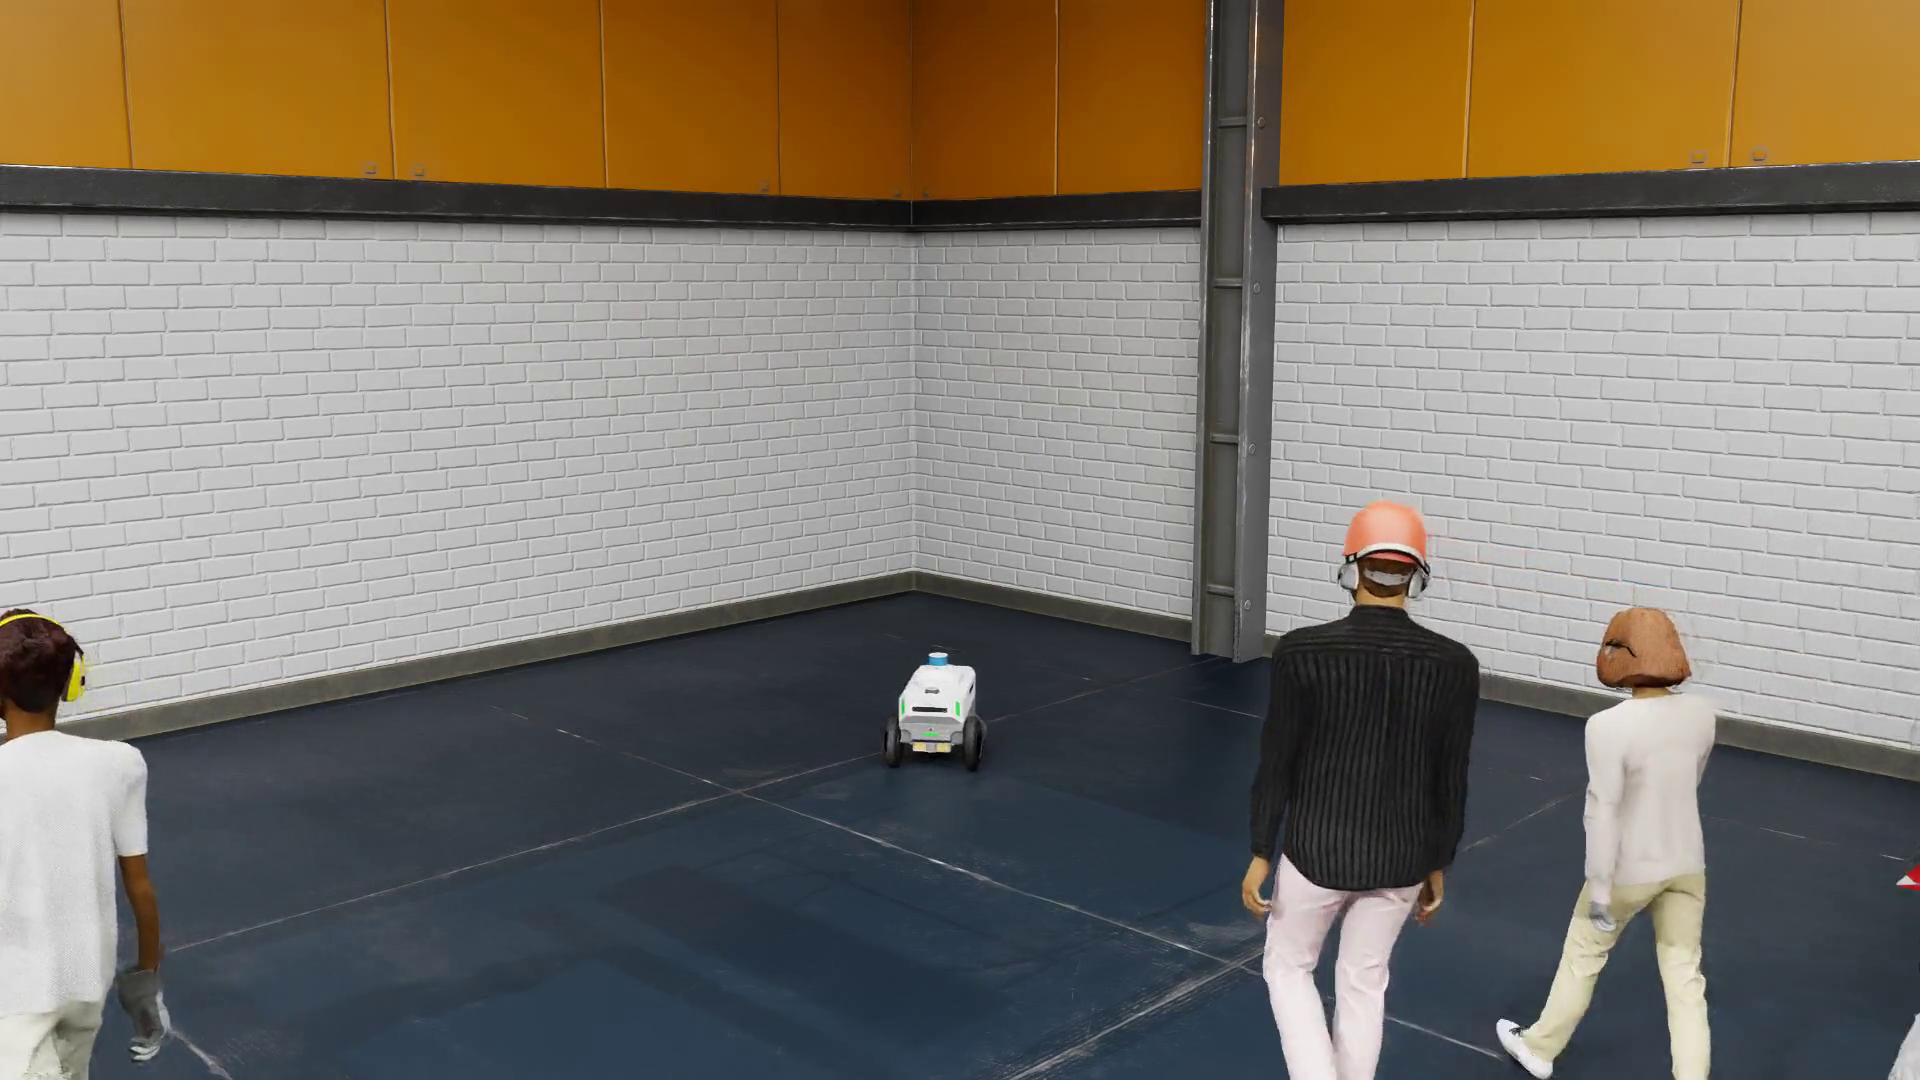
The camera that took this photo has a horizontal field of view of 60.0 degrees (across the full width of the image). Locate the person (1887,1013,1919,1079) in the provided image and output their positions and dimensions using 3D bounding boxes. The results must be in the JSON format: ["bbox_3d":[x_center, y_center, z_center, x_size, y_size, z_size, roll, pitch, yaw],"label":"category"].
[{"bbox_3d":[2.508,1.033,3.880,0.547,1.918,0.807,-7,12,-37],"label":"person"}]

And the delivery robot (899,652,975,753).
[{"bbox_3d":[-0.116,0.845,8.888,0.477,0.478,0.707,1,9,6],"label":"delivery robot"}]

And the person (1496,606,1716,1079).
[{"bbox_3d":[2.028,0.992,5.086,0.494,1.595,0.818,-3,10,-18],"label":"person"}]

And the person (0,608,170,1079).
[{"bbox_3d":[-2.156,1.070,3.927,0.969,1.832,0.515,7,11,35],"label":"person"}]

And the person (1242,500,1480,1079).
[{"bbox_3d":[1.113,0.876,4.656,0.640,1.967,0.524,-1,9,-4],"label":"person"}]
